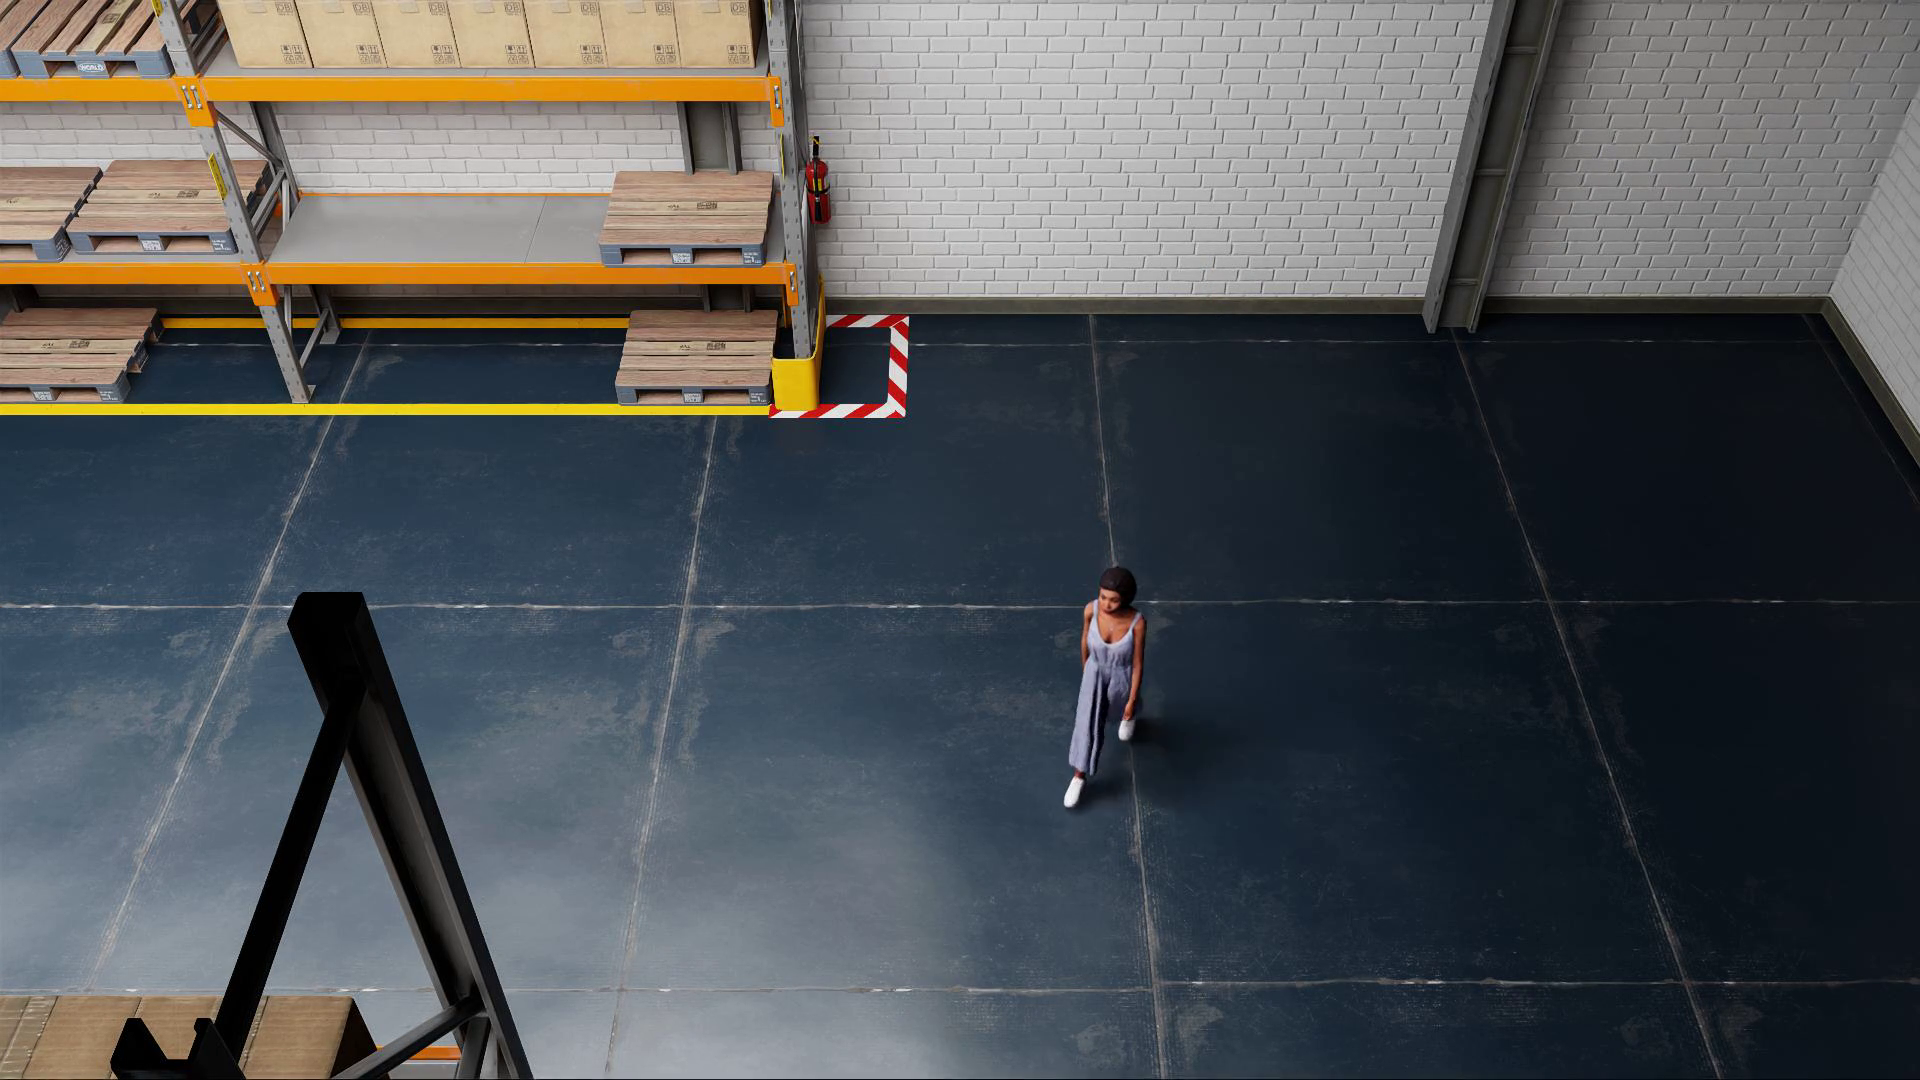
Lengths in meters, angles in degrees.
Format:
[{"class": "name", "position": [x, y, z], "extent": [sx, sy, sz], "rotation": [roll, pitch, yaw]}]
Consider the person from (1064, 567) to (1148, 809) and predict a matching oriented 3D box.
[{"class": "person", "position": [0.950, 0.776, 9.982], "extent": [1.112, 1.658, 0.886], "rotation": [14, 45, 14]}]
